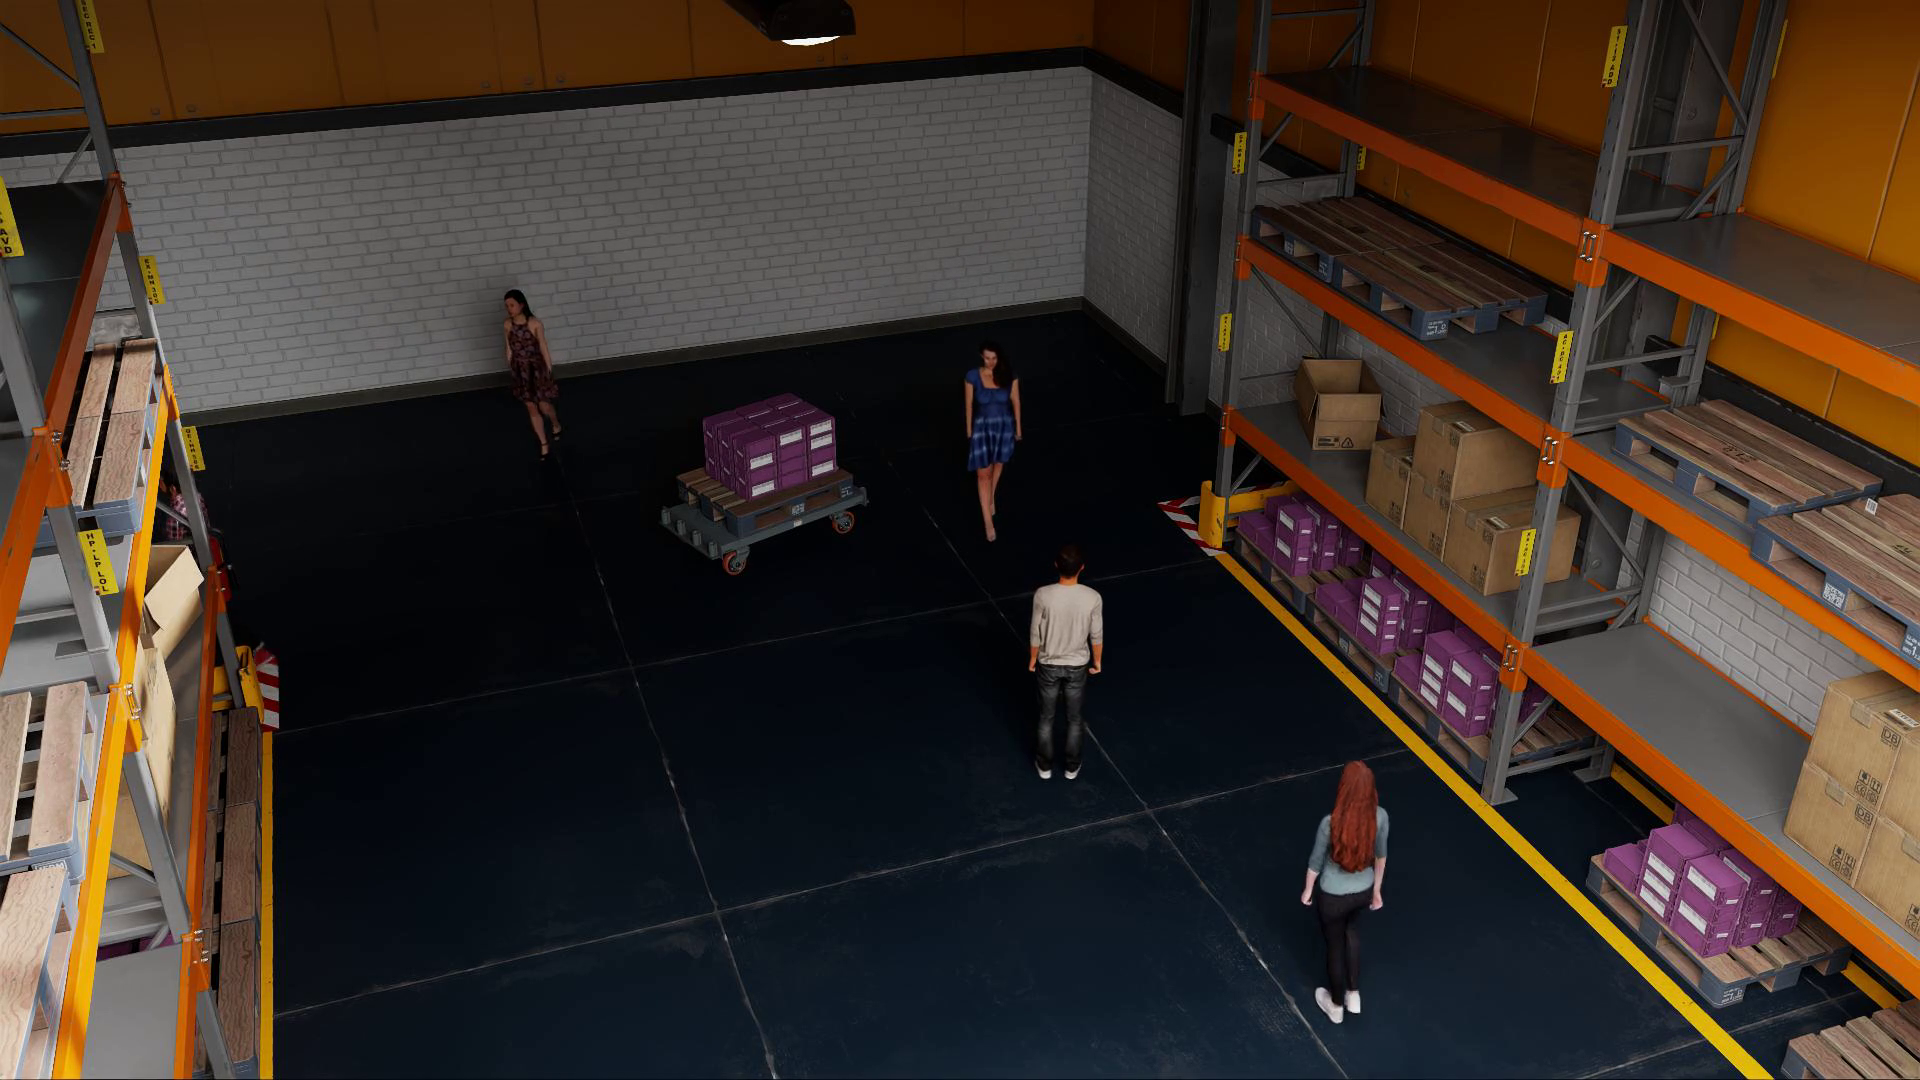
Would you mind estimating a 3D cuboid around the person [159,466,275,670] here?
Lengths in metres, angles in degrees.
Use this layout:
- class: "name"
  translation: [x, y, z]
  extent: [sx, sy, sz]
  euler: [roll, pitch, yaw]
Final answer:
- class: "person"
  translation: [-5.637, 0.259, 12.455]
  extent: [0.821, 1.745, 1.046]
  euler: [-7, 29, -12]

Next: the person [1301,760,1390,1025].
- class: "person"
  translation: [2.171, 2.025, 9.229]
  extent: [0.579, 1.734, 0.626]
  euler: [-8, 30, -15]

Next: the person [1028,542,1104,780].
- class: "person"
  translation: [0.706, 0.841, 11.323]
  extent: [0.719, 1.807, 0.670]
  euler: [1, 29, 1]

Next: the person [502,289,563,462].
- class: "person"
  translation: [-4.039, -1.572, 15.803]
  extent: [0.841, 1.754, 0.922]
  euler: [3, 29, 6]

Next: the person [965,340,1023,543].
- class: "person"
  translation: [0.277, -0.921, 14.611]
  extent: [0.799, 1.752, 1.186]
  euler: [-4, 29, -7]
